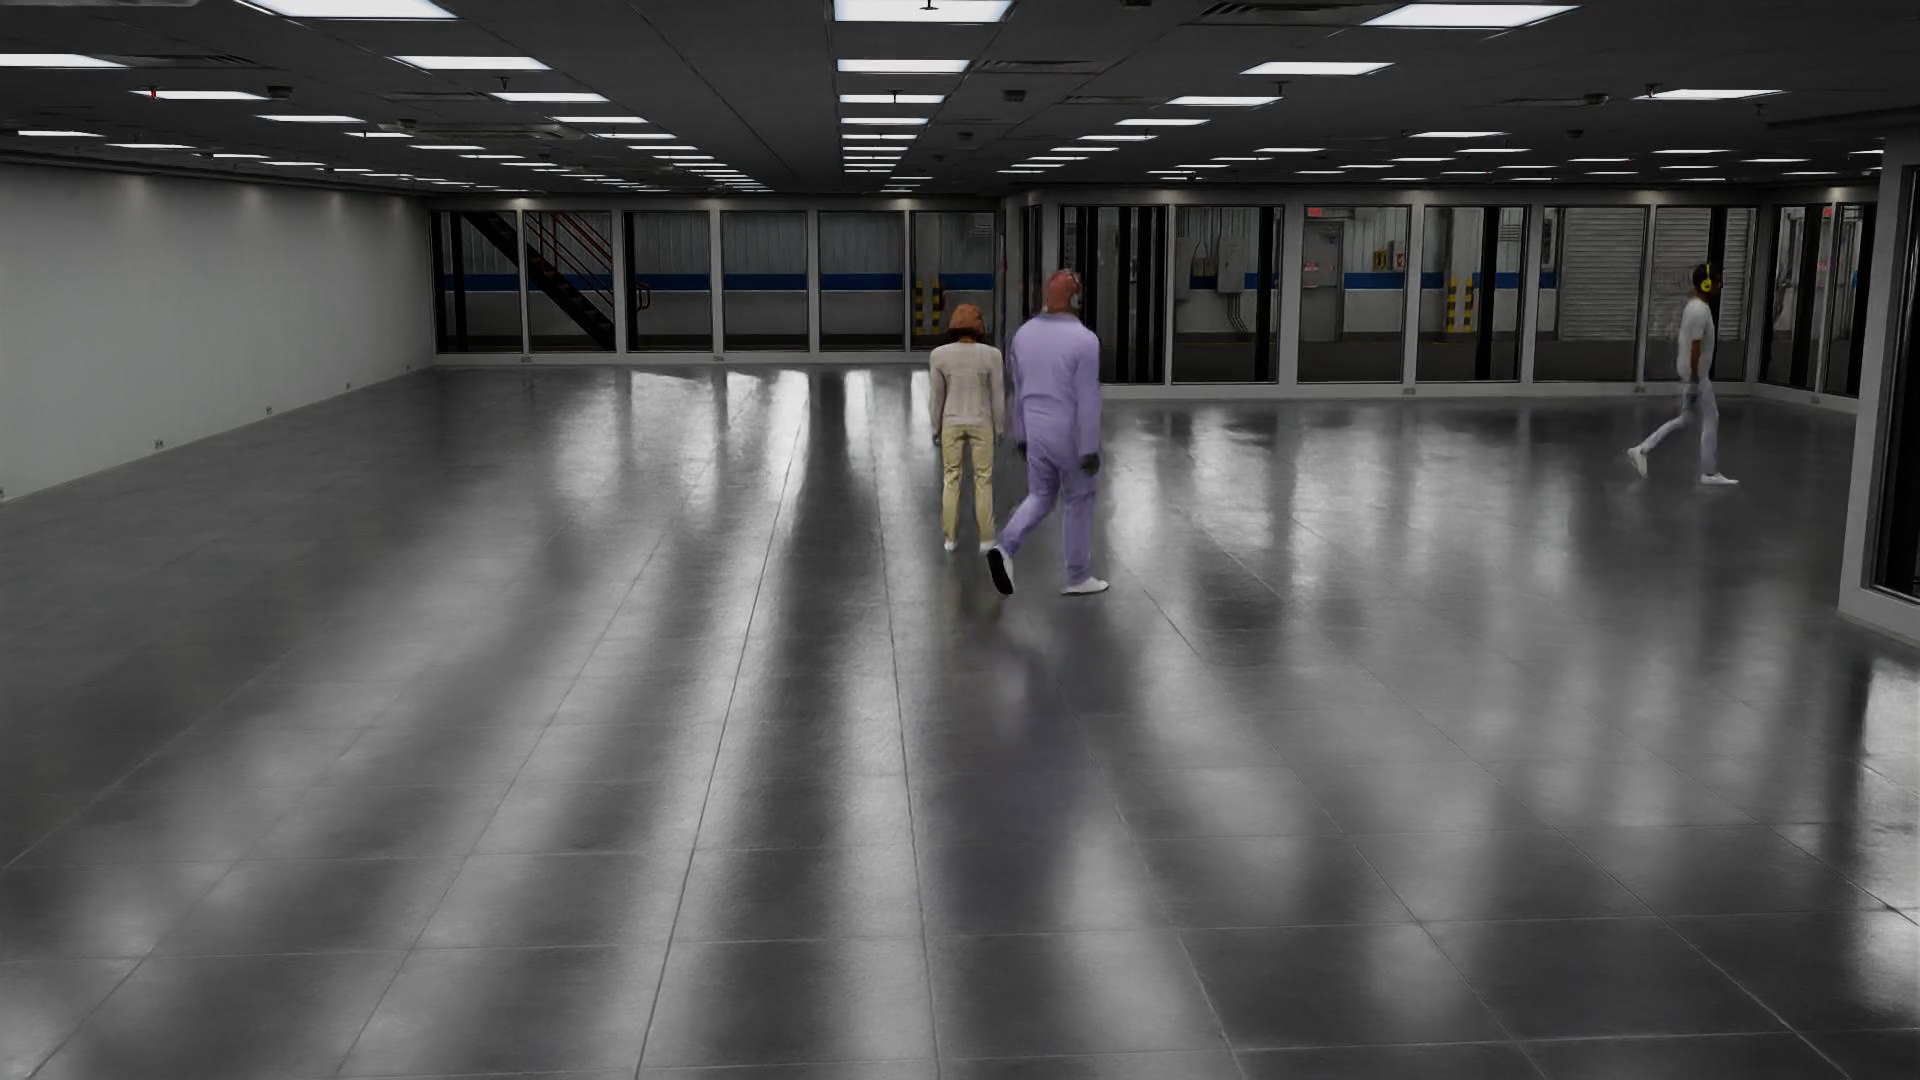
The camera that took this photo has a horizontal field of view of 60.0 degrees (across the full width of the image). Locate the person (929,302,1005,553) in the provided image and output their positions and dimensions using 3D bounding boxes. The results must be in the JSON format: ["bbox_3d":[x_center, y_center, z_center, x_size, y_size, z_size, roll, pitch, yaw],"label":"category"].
[{"bbox_3d":[0.049,-0.723,10.826,0.498,1.633,0.283,2,11,11],"label":"person"}]

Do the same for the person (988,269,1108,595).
[{"bbox_3d":[0.520,-0.586,9.406,0.752,1.883,0.650,-10,14,-43],"label":"person"}]

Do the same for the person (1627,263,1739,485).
[{"bbox_3d":[6.054,-1.376,13.803,0.800,1.844,0.522,2,11,10],"label":"person"}]
